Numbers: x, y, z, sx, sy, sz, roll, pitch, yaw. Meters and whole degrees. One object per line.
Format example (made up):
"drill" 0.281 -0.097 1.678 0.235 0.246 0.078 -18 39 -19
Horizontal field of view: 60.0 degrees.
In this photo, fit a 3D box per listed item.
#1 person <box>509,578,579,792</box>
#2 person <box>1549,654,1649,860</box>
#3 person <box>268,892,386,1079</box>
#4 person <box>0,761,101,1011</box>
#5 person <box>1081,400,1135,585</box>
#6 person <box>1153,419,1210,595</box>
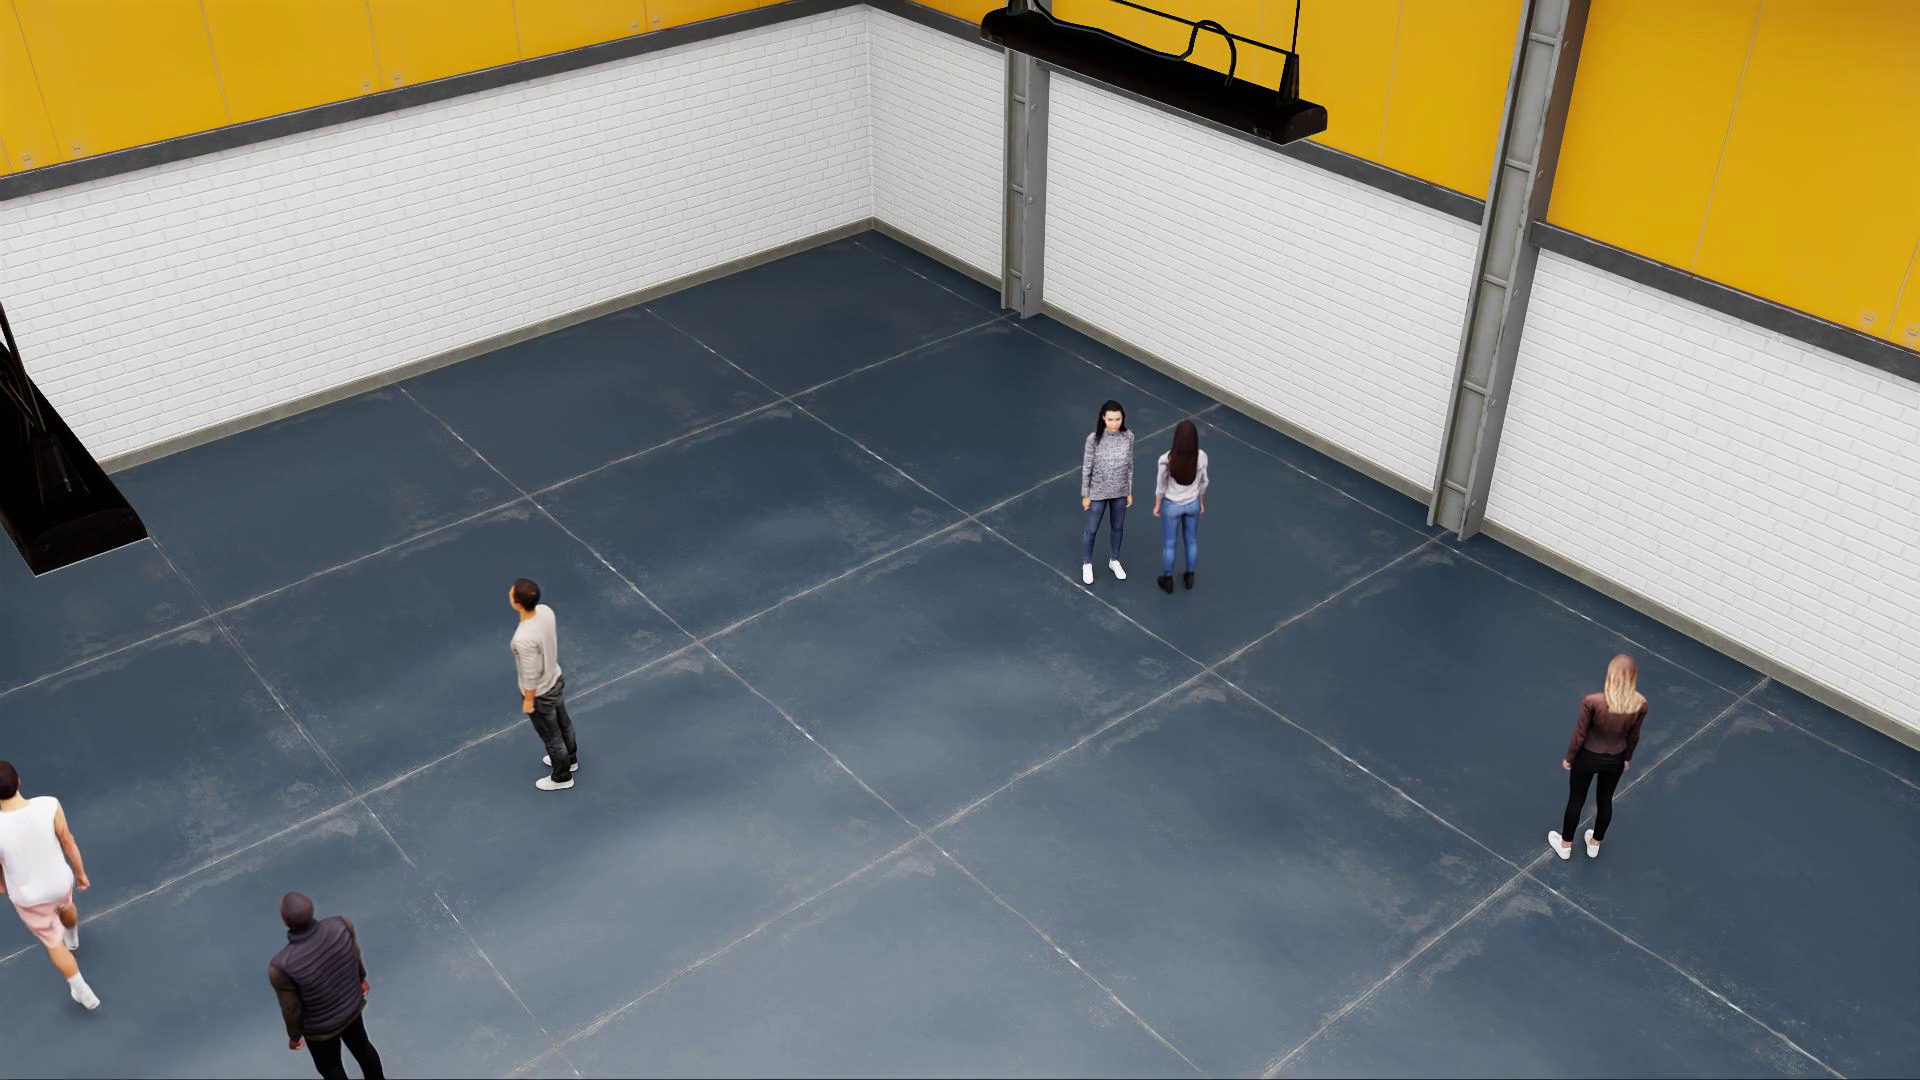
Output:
"person" -3.002 1.034 12.008 0.771 1.811 0.724 5 34 7
"person" 4.386 1.497 11.410 0.668 1.704 0.702 0 34 -1
"person" -3.598 2.694 9.490 0.681 1.835 0.763 19 38 26
"person" -5.698 2.188 10.336 0.698 1.742 1.150 -29 43 -36
"person" 1.272 -0.434 14.288 0.688 1.733 0.678 -7 34 -10
"person" 1.884 -0.285 14.157 0.678 1.631 0.665 -7 34 -11
